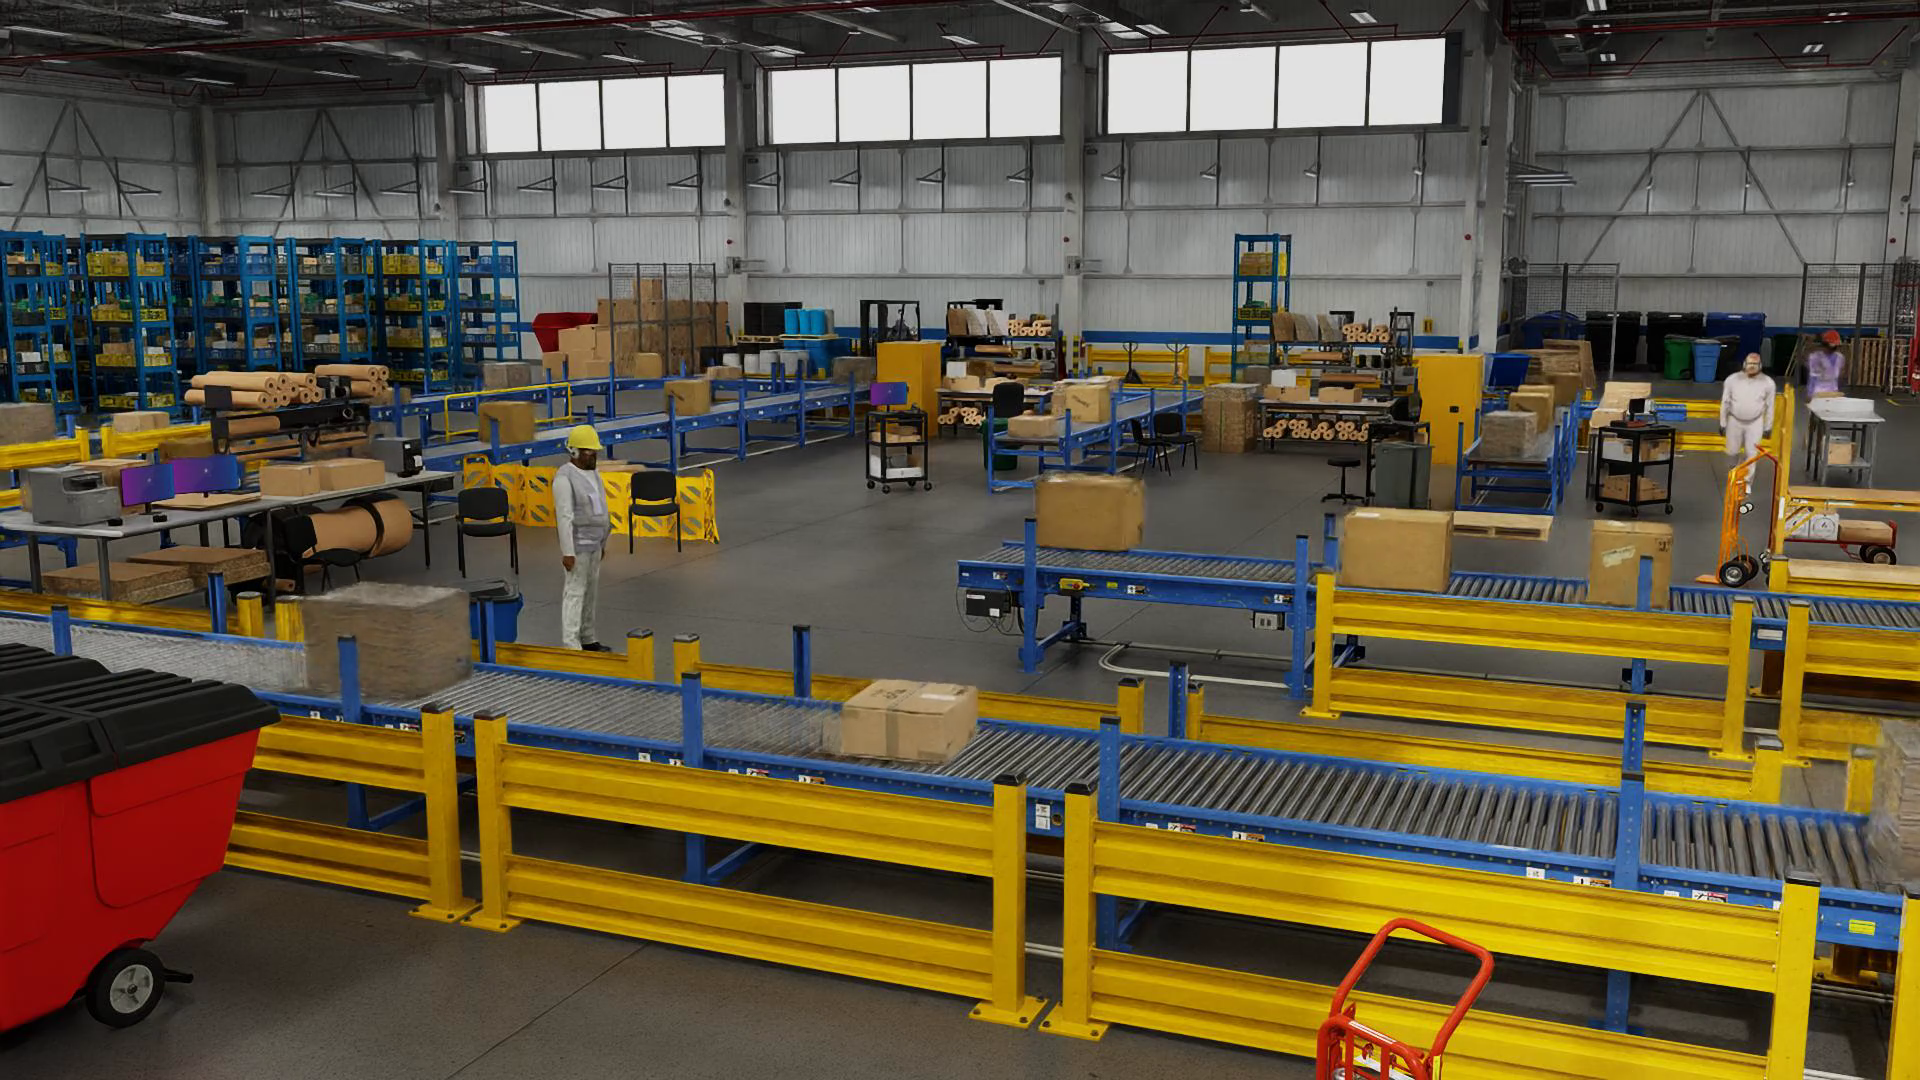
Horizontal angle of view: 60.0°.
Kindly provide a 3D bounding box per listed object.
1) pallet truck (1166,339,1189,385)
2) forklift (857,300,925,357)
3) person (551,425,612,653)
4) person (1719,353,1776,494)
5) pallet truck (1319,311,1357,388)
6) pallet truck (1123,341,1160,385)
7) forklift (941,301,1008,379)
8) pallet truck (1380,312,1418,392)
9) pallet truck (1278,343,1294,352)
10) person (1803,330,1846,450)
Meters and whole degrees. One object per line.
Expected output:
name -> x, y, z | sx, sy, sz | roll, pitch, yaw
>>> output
pallet truck -> 5.418, -4.269, 40.420 | 0.704, 1.261, 1.522 | 3, 10, 20
forklift -> -1.732, -5.109, 42.468 | 1.157, 1.987, 2.680 | 4, 10, 22
person -> -2.882, 0.027, 12.761 | 0.403, 1.827, 0.600 | 2, 10, 13
person -> 10.433, -1.536, 22.049 | 0.674, 1.886, 0.524 | 4, 10, 25
pallet truck -> 9.071, -4.419, 39.190 | 0.823, 1.965, 1.885 | 5, 10, 26
pallet truck -> 4.445, -4.380, 41.279 | 0.680, 1.201, 1.601 | 4, 10, 22
forklift -> 0.365, -4.966, 41.571 | 1.157, 1.987, 2.680 | 3, 10, 20
pallet truck -> 10.207, -4.283, 38.369 | 0.823, 1.965, 1.885 | 3, 10, 20
pallet truck -> 7.886, -4.163, 39.743 | 0.653, 1.274, 1.630 | 4, 10, 22
person -> 13.822, -2.346, 26.547 | 0.706, 2.023, 0.545 | -2, 10, -13
